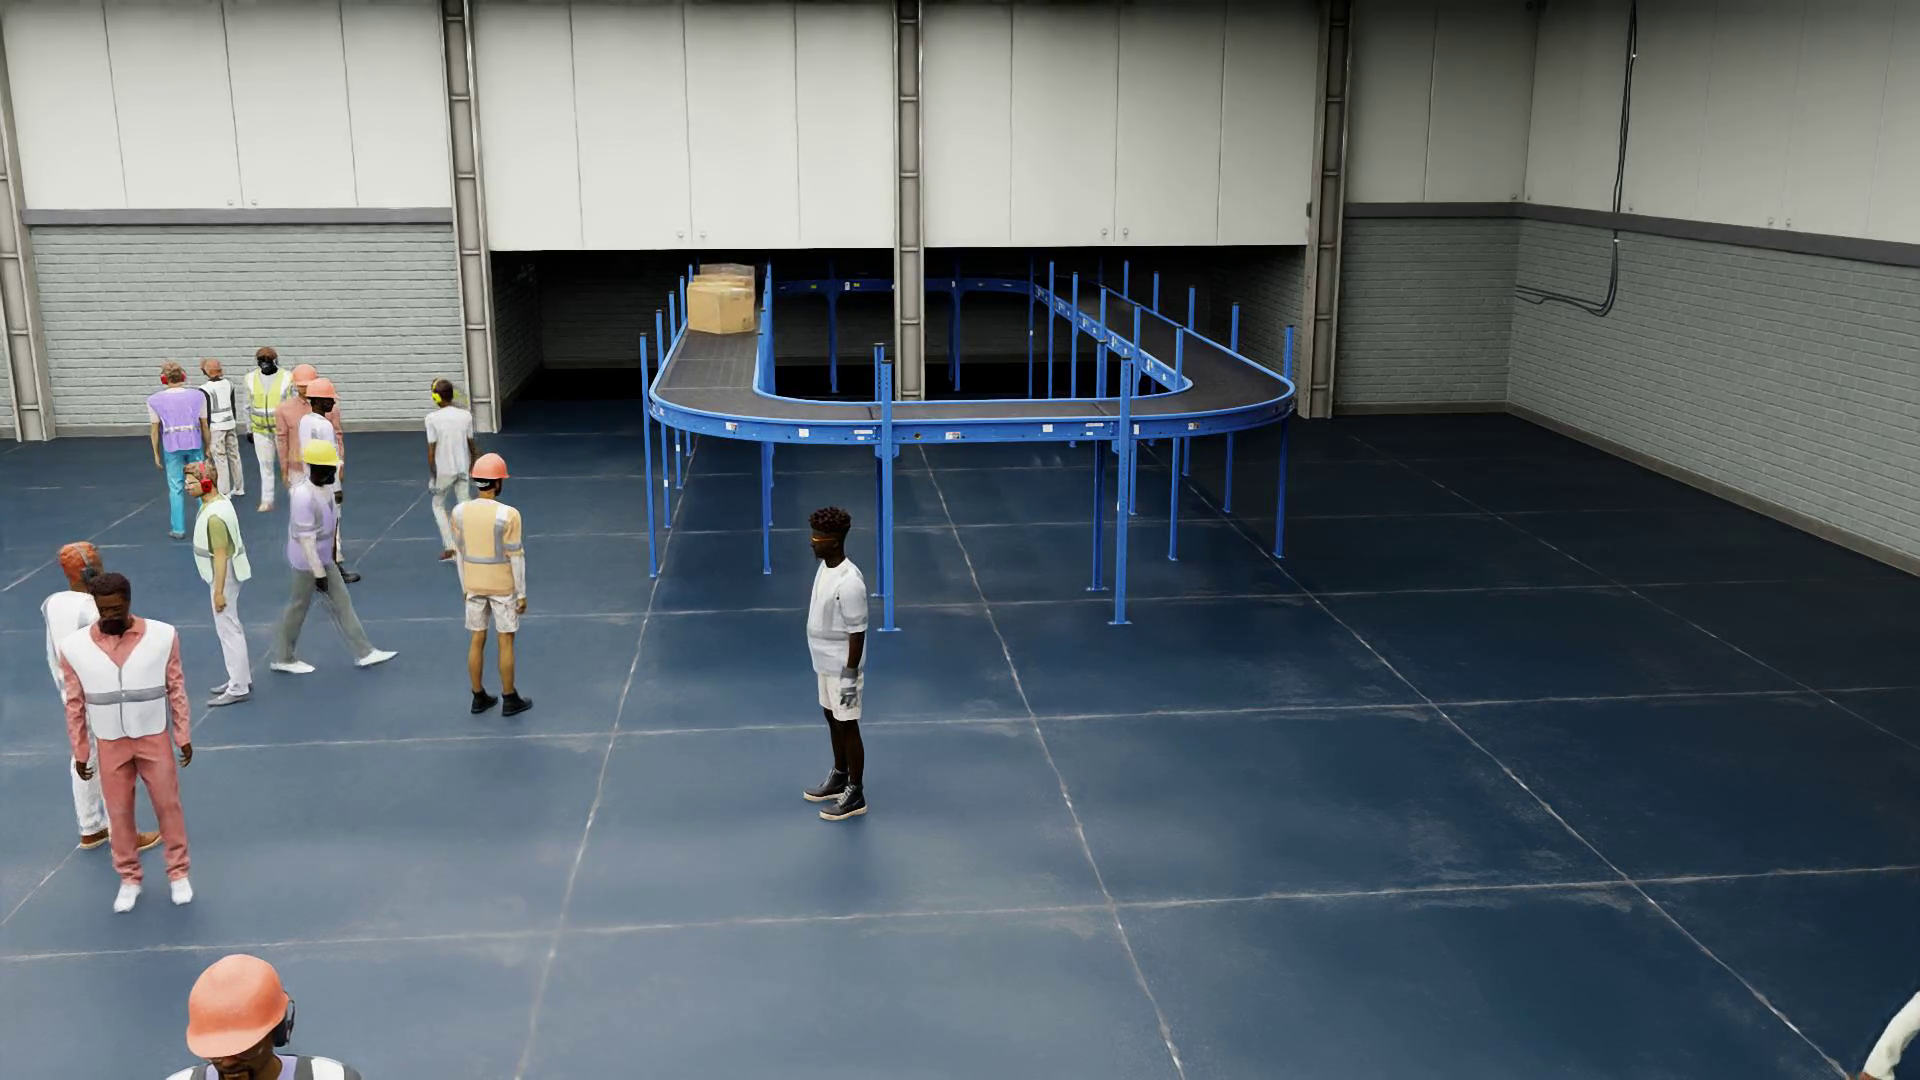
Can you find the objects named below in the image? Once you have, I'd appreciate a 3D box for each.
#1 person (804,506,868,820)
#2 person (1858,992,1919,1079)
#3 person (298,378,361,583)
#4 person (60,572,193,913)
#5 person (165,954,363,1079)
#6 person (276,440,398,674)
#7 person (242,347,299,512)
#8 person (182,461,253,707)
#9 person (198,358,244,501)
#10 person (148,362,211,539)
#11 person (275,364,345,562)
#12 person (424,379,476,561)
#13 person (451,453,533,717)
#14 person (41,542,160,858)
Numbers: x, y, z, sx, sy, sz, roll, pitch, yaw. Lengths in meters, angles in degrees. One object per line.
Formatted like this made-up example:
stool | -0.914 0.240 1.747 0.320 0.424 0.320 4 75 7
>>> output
person | -0.767 0.750 10.305 0.361 1.964 0.614 -6 15 -21
person | 4.405 1.749 7.109 0.919 1.560 0.505 5 15 19
person | -5.935 -0.549 15.570 0.376 1.933 0.544 -13 19 -43
person | -4.525 1.084 9.093 0.598 1.910 0.402 -6 15 -22
person | -1.949 2.112 4.700 0.608 2.044 0.371 -4 14 -14
person | -4.941 0.144 12.914 0.985 1.867 0.597 0 14 1
person | -7.617 -1.218 18.469 0.646 1.840 0.428 -2 14 -6
person | -5.475 0.309 12.346 0.403 1.834 0.563 -6 15 -24
person | -8.465 -1.262 19.026 0.314 1.636 0.517 5 15 18
person | -8.069 -0.923 17.273 0.561 1.836 0.393 -10 17 -34
person | -6.306 -0.728 16.193 0.604 1.986 0.405 -6 15 -21
person | -4.963 -0.656 16.179 0.575 1.839 0.652 -13 19 -41
person | -3.382 0.326 12.078 0.540 1.931 0.378 3 14 13
person | -5.063 0.934 9.747 0.597 1.876 0.350 7 16 25
